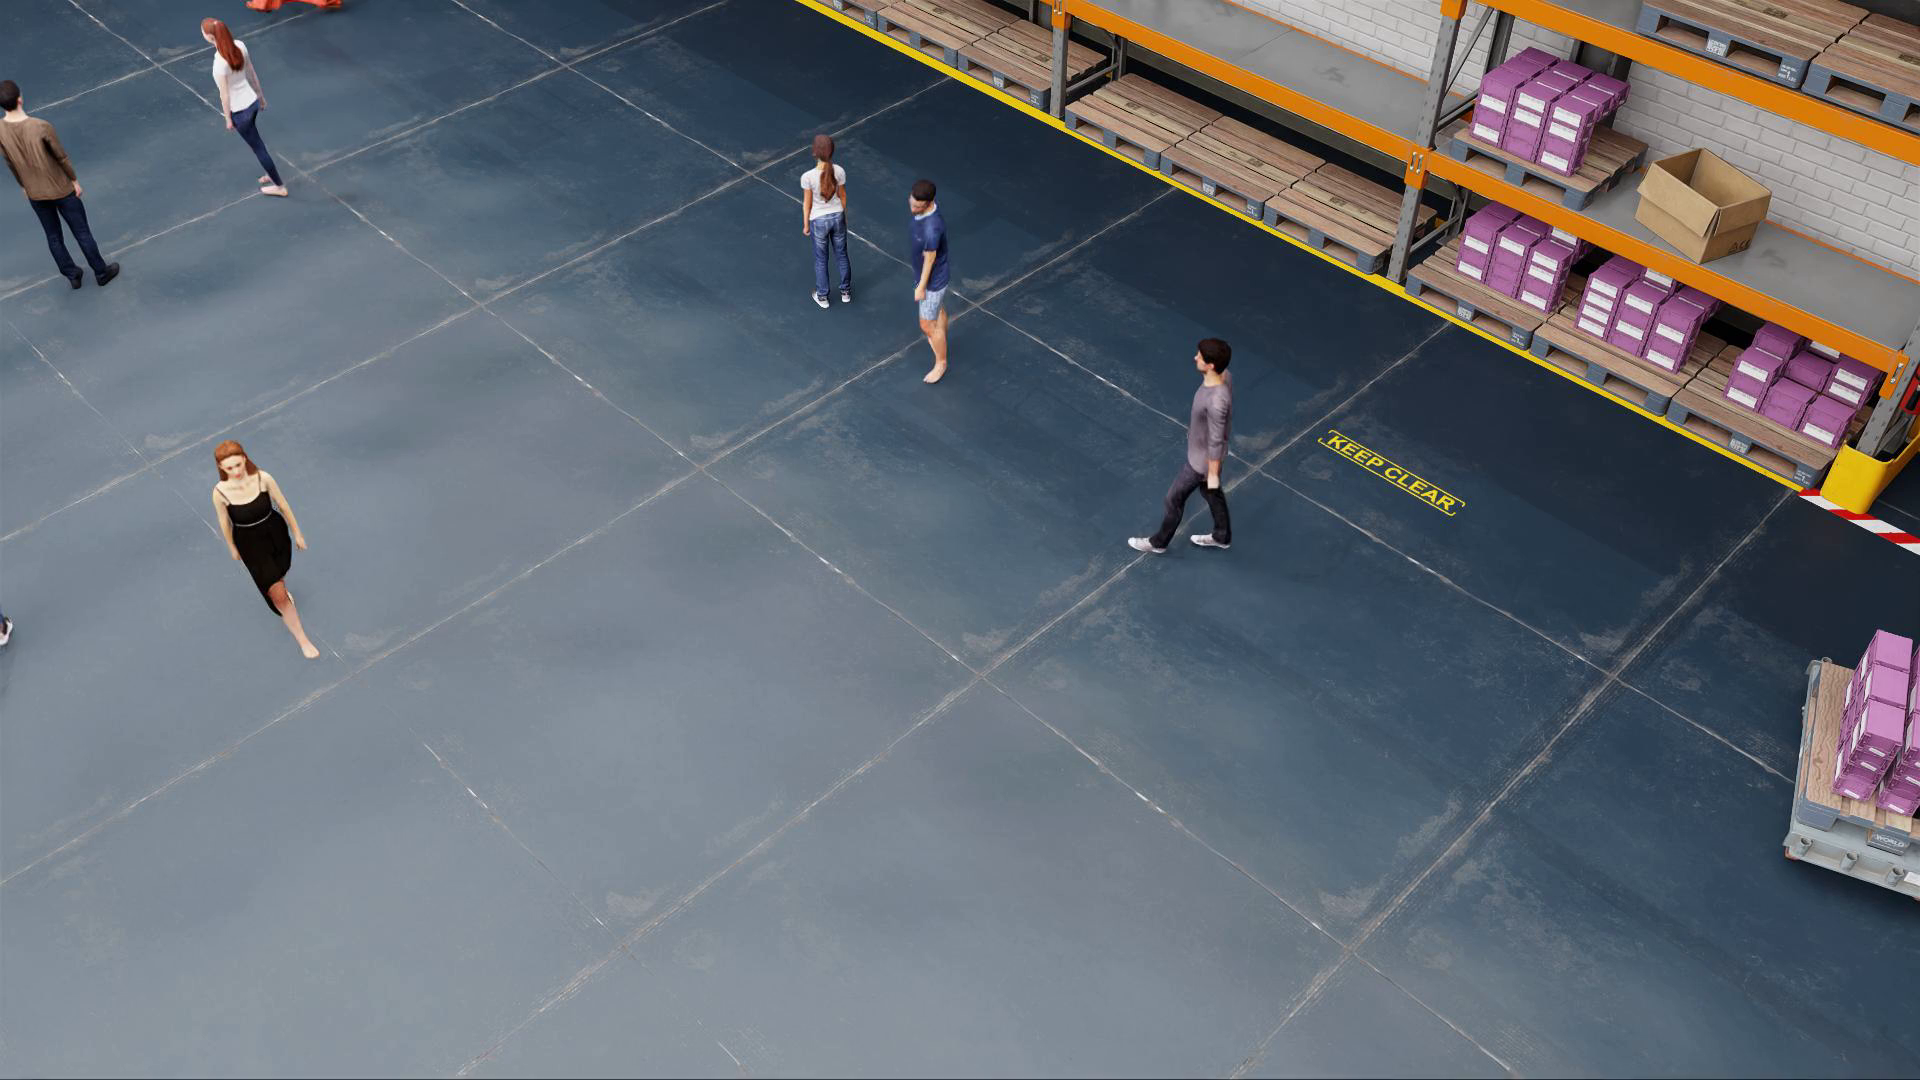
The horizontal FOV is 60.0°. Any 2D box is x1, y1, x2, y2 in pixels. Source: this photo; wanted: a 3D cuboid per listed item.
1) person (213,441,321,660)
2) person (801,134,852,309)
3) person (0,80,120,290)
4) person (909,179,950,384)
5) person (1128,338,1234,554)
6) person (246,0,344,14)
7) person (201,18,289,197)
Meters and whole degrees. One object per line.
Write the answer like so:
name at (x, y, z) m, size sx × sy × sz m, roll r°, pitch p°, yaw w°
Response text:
person at (-4.627, -0.039, 11.019) m, size 0.683 × 1.572 × 1.109 m, roll -27°, pitch 50°, yaw -26°
person at (-1.101, -2.650, 13.767) m, size 0.613 × 1.562 × 0.629 m, roll -14°, pitch 45°, yaw -14°
person at (-7.582, -2.935, 13.830) m, size 0.746 × 1.888 × 0.791 m, roll -3°, pitch 44°, yaw -4°
person at (-0.210, -2.124, 13.035) m, size 0.898 × 1.810 × 0.794 m, roll 6°, pitch 44°, yaw 6°
person at (1.777, -0.587, 11.412) m, size 1.113 × 1.823 × 1.004 m, roll 8°, pitch 44°, yaw 8°
person at (-7.018, -6.401, 17.574) m, size 1.150 × 1.741 × 1.292 m, roll -10°, pitch 45°, yaw -11°
person at (-6.326, -3.853, 14.911) m, size 0.762 × 1.724 × 0.720 m, roll 10°, pitch 44°, yaw 10°
